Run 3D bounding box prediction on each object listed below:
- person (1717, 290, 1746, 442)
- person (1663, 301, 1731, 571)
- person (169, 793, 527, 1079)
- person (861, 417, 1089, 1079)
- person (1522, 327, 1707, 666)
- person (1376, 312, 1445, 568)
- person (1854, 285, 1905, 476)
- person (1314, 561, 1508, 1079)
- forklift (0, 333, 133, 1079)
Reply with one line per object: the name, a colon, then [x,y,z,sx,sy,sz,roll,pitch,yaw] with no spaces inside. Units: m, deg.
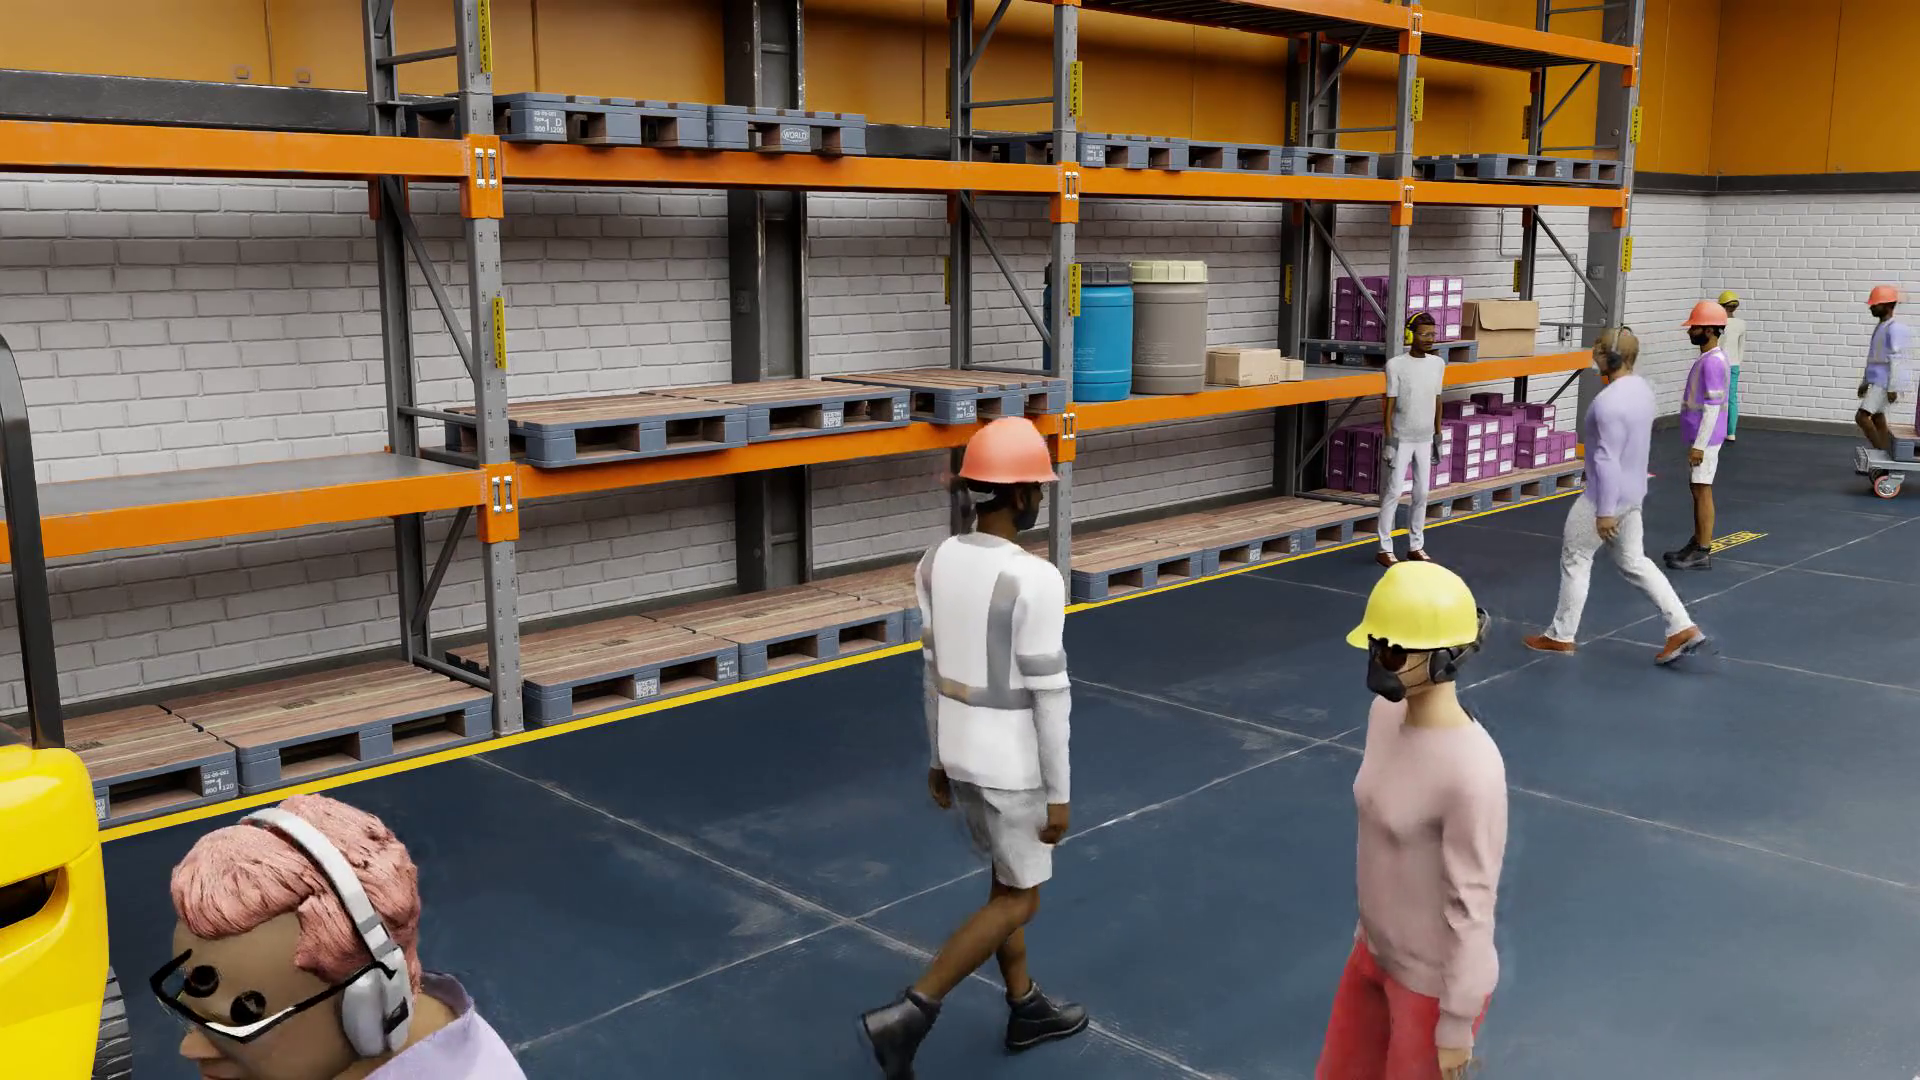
person: [8.885,-2.014,19.375,0.535,1.767,0.316,-4,11,-23]
person: [5.330,-0.745,11.990,0.354,1.939,0.544,4,11,20]
person: [-0.551,1.160,1.741,0.667,1.883,0.680,-3,11,-16]
person: [0.058,0.611,4.667,0.811,1.914,0.556,-8,13,-38]
person: [3.706,-0.236,9.295,0.952,1.910,0.634,9,14,42]
person: [3.281,-0.715,12.053,0.505,1.860,0.320,-4,11,-20]
person: [9.143,-1.572,16.561,0.430,1.919,0.557,3,11,18]
person: [0.993,0.898,3.520,0.442,1.753,0.545,-2,11,-8]
forklift: [-3.289,0.485,4.582,1.214,2.155,2.313,-10,14,-44]
